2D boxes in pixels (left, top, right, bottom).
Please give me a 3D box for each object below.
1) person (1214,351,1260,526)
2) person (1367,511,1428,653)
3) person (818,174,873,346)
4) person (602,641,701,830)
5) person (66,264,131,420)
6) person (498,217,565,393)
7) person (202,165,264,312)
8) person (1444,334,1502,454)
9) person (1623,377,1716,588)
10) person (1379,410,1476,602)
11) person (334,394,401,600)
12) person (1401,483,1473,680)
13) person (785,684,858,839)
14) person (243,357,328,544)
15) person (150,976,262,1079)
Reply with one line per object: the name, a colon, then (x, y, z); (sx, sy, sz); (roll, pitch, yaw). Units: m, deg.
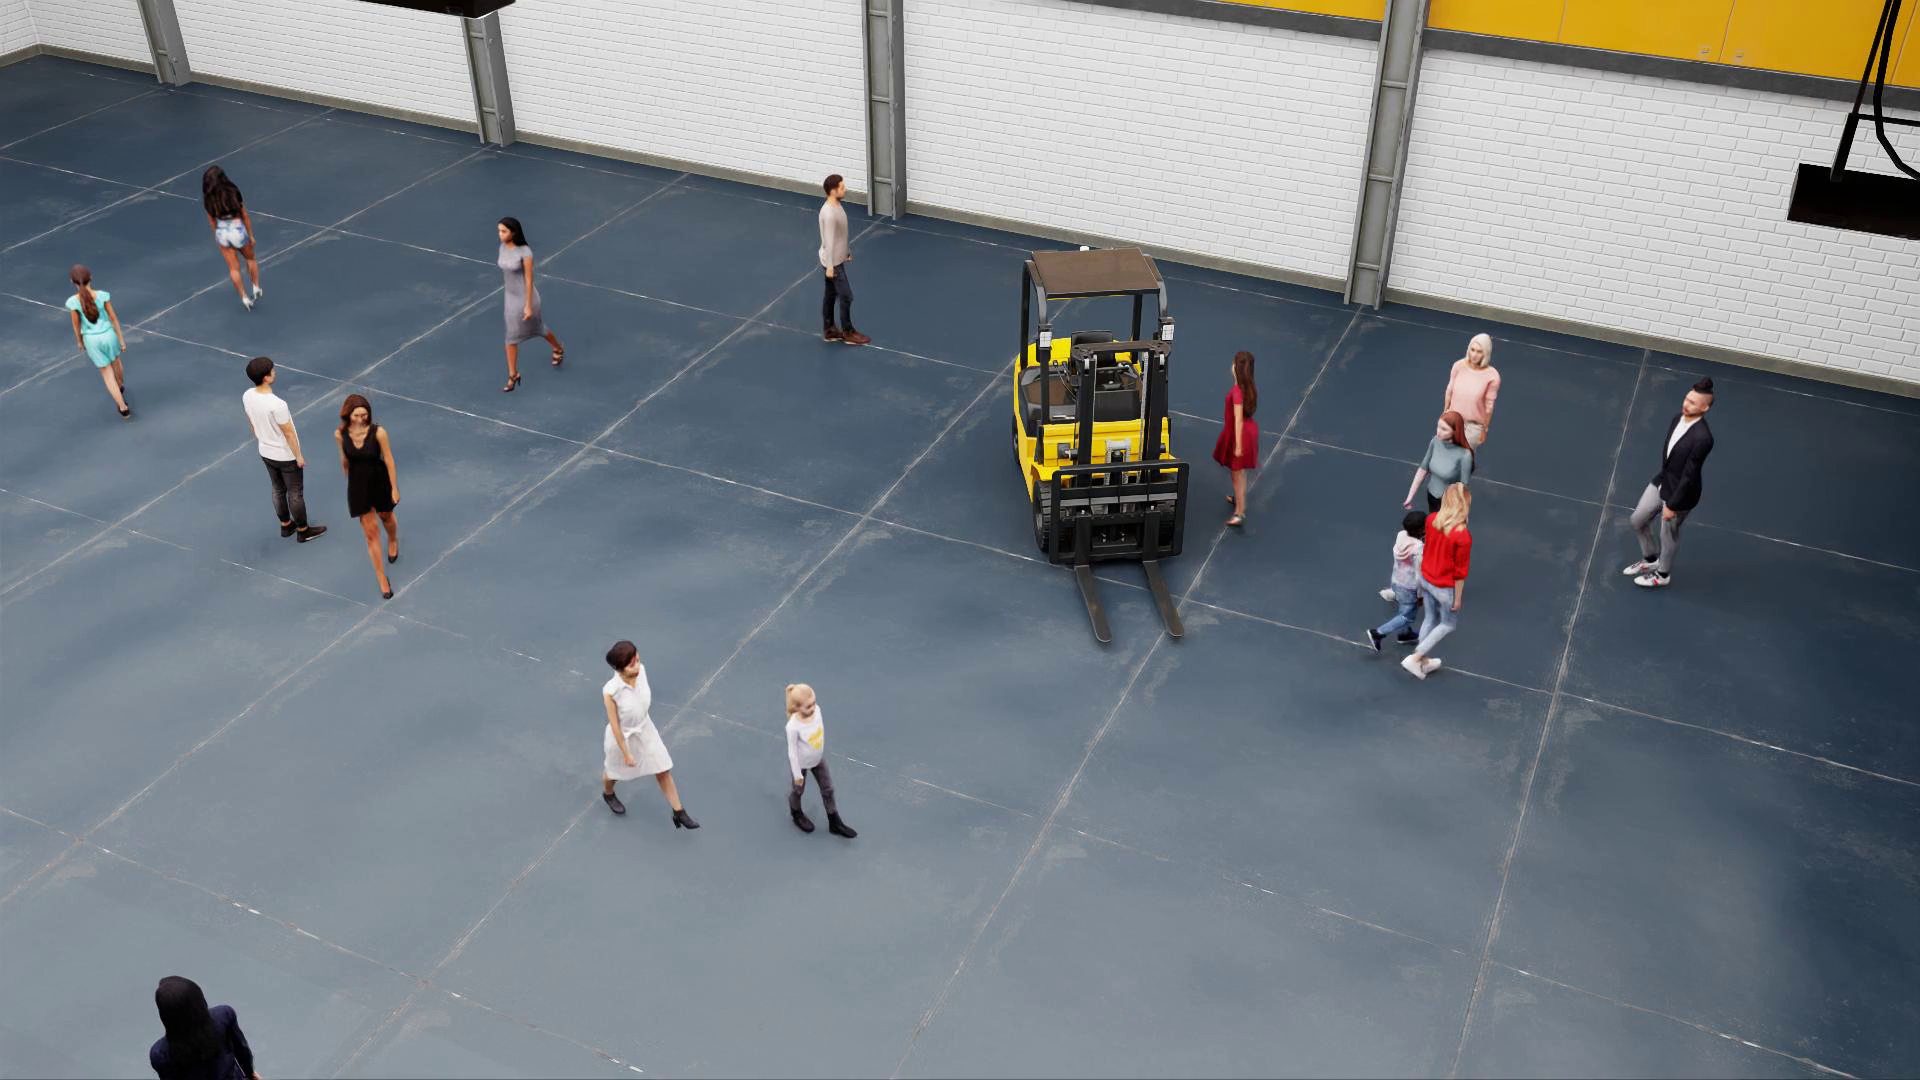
person: (2.483, -0.885, 14.568); (0.645, 1.531, 0.757); (5, 34, 8)
person: (3.458, 0.337, 12.980); (0.829, 1.252, 0.730); (-8, 34, -11)
person: (-1.387, -2.907, 17.318); (0.904, 1.854, 0.846); (1, 34, 1)
person: (-2.293, 1.327, 11.263); (1.054, 1.506, 0.662); (21, 39, 28)
person: (-8.302, -1.891, 16.091); (0.906, 1.520, 1.087); (-19, 38, -26)
person: (-4.303, -2.393, 16.649); (1.011, 1.739, 0.628); (14, 36, 20)
person: (-7.885, -3.227, 18.022); (0.782, 1.607, 0.833); (-7, 34, -10)
person: (4.496, -1.079, 14.689); (0.578, 1.718, 0.707); (21, 39, 28)
person: (5.905, -0.436, 13.523); (0.850, 1.939, 0.822); (-5, 34, -7)
person: (3.988, -0.285, 13.512); (1.099, 1.699, 1.077); (-14, 36, -20)
person: (-4.830, -0.449, 13.685); (1.055, 1.783, 1.040); (-4, 34, -5)
person: (3.561, 0.360, 12.549); (0.859, 1.692, 0.797); (-19, 38, -26)
person: (-1.086, 1.464, 11.274); (0.811, 1.264, 0.630); (25, 41, 33)
person: (-5.839, -0.782, 14.240); (0.486, 1.721, 0.702); (18, 38, 25)
person: (-3.839, 2.934, 8.660); (1.091, 1.710, 0.827); (29, 43, 36)
